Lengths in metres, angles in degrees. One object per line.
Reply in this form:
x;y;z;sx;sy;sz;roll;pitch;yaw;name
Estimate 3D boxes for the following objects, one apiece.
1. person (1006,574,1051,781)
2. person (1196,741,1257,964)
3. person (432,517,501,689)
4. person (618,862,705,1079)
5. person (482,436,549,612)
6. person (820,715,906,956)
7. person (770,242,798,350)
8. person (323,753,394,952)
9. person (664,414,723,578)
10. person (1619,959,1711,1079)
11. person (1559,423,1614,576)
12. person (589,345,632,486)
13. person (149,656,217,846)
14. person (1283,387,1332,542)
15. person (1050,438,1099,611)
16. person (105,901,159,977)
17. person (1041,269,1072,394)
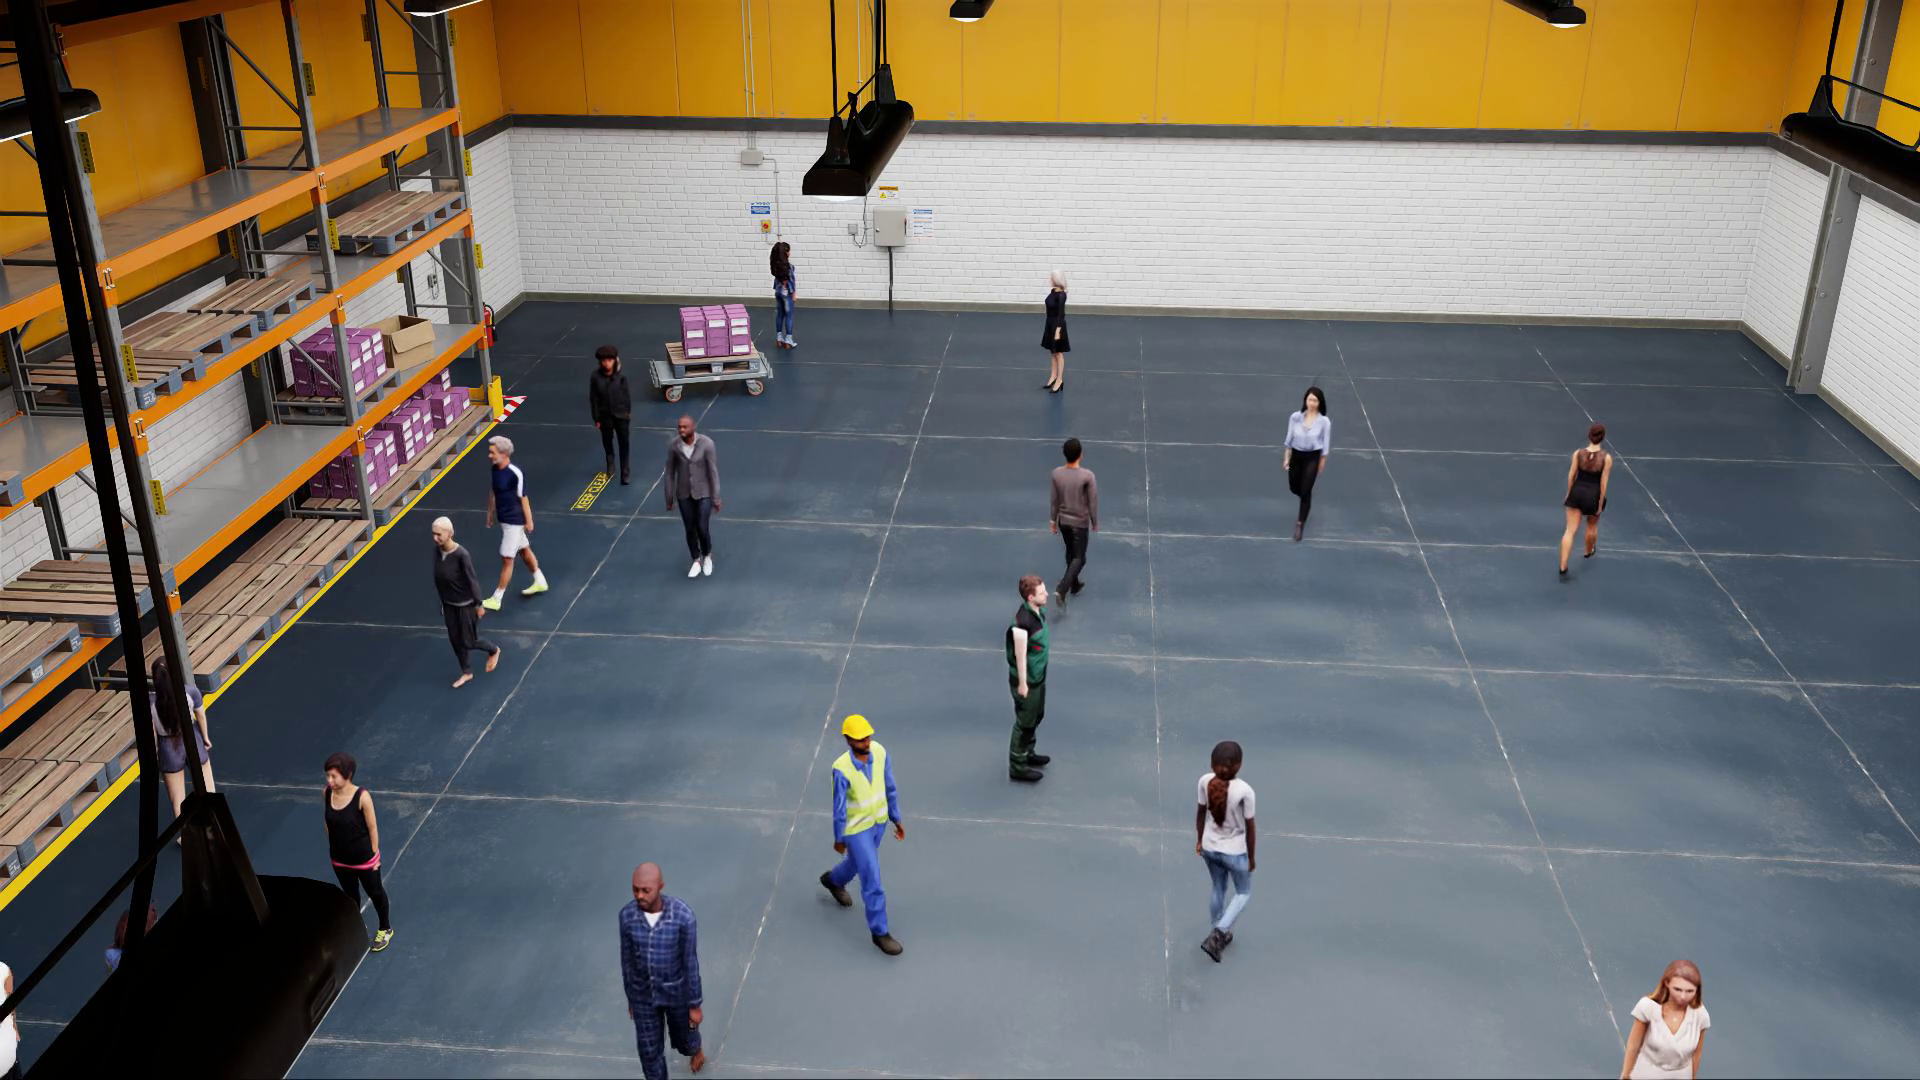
0.573;1.115;13.825;0.733;1.841;0.557;5;24;12;person
1.808;2.193;11.516;0.811;1.714;0.905;16;28;32;person
-4.568;0.519;15.363;0.786;1.702;0.887;13;27;27;person
-1.801;2.722;10.198;0.670;1.802;0.970;1;24;3;person
-4.474;-0.211;16.917;1.192;1.794;1.098;-21;31;-40;person
-0.734;2.007;11.861;1.181;1.779;1.209;19;30;37;person
-2.647;-3.713;25.144;0.696;1.621;0.740;22;32;40;person
-4.276;2.180;11.750;0.584;1.552;0.556;7;24;15;person
-2.770;-0.490;17.542;0.758;1.805;0.662;4;24;9;person
3.984;3.088;9.493;0.589;1.696;0.584;5;24;11;person
6.565;-0.394;17.546;0.938;1.626;1.209;14;27;29;person
-4.196;-1.525;20.035;0.868;1.704;1.215;-5;24;-12;person
-6.017;1.635;12.874;0.674;1.651;0.714;-15;28;-31;person
3.869;-0.887;18.556;0.899;1.719;1.134;11;26;24;person
1.122;-0.142;16.814;0.921;1.749;1.147;9;25;20;person
-4.706;2.962;9.707;0.781;1.754;1.203;-2;24;-5;person
1.333;-2.928;23.190;0.738;1.748;0.625;-7;25;-16;person
